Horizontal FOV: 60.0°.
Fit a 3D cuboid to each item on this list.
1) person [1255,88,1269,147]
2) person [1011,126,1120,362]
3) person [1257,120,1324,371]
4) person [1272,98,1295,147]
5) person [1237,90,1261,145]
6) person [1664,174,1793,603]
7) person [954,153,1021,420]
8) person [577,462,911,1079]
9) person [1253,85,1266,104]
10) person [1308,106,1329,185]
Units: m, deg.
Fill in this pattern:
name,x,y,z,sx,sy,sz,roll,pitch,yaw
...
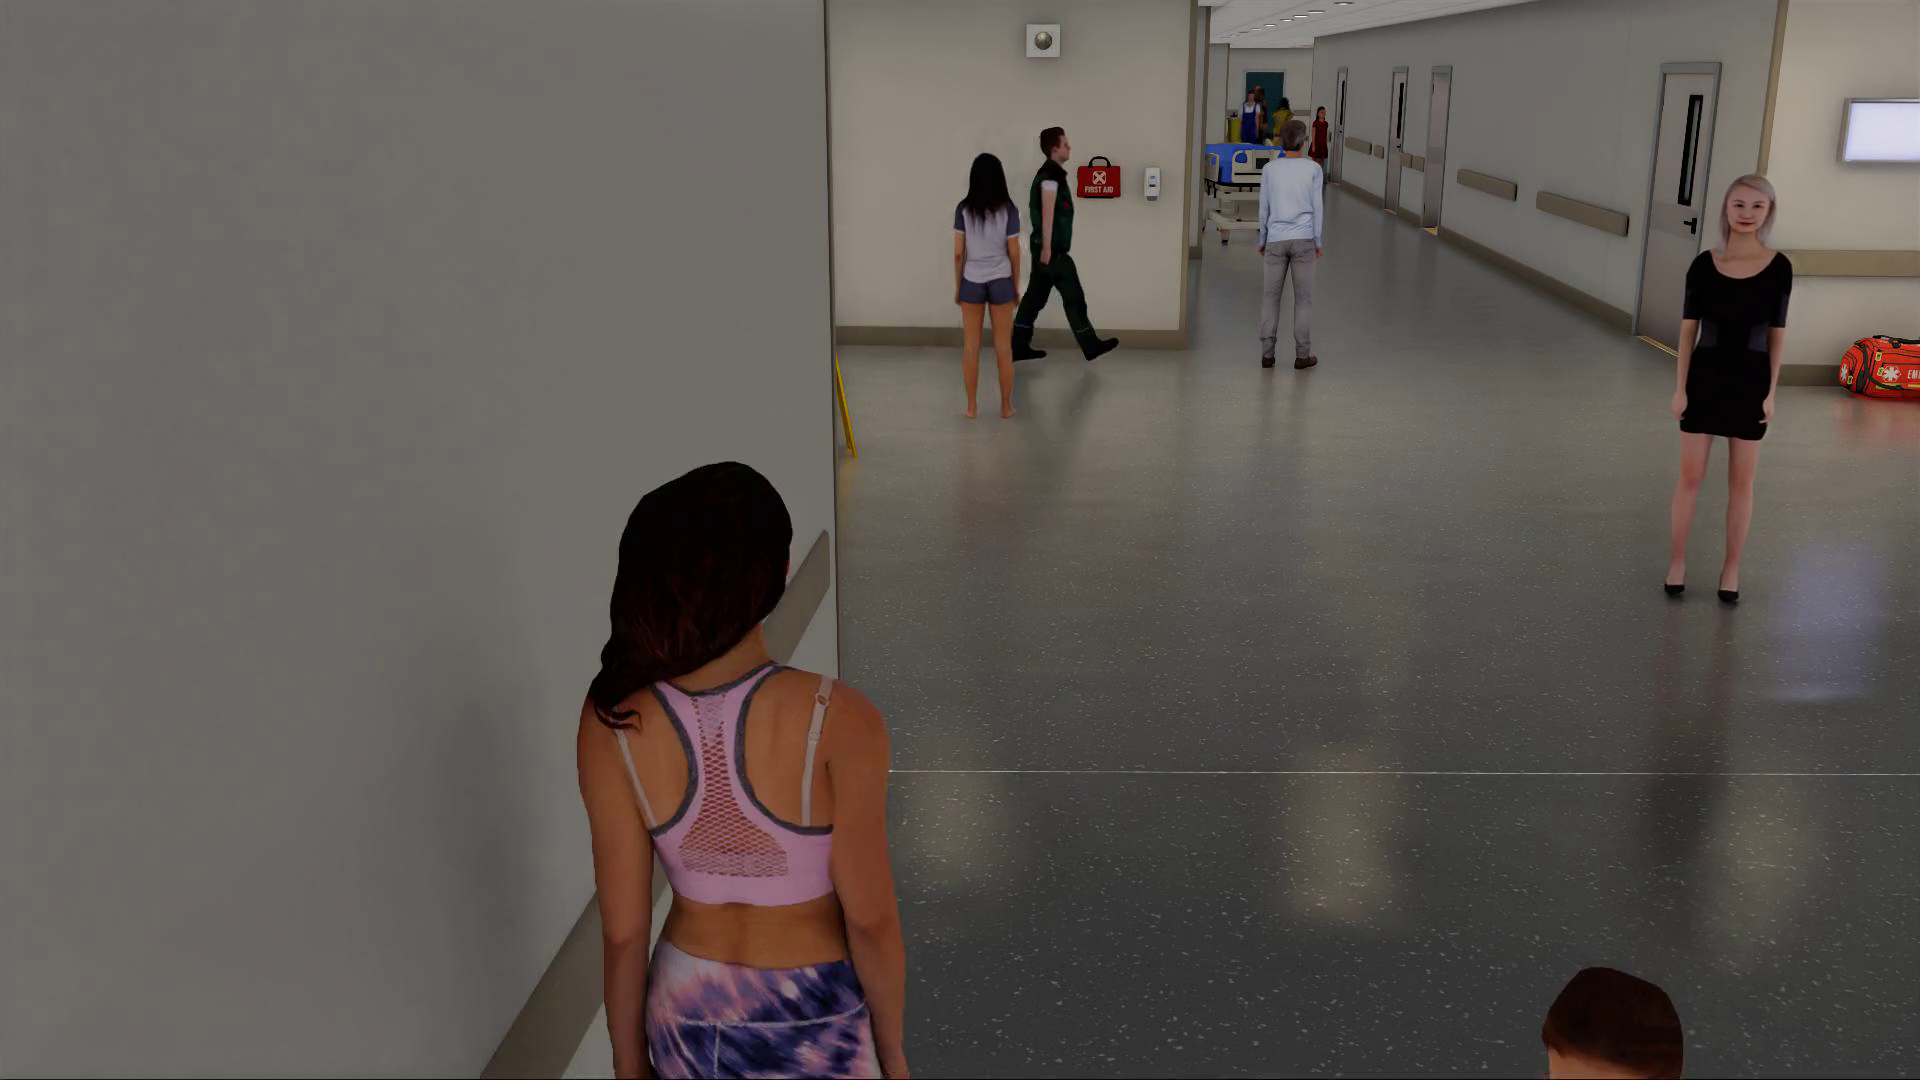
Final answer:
name,x,y,z,sx,sy,sz,roll,pitch,yaw
person,7.583,-10.501,42.095,0.630,1.807,0.680,1,16,4
person,0.634,-2.243,12.890,1.151,1.797,0.836,-3,16,-10
person,2.555,-2.284,12.867,0.619,1.894,0.783,6,17,21
person,7.313,-9.253,38.065,1.249,1.632,1.226,-14,21,-41
person,6.610,-9.335,37.993,0.679,1.830,0.768,5,17,18
person,3.301,-0.641,7.156,0.526,1.829,0.671,6,17,19
person,0.177,-1.673,10.994,0.432,1.733,0.652,1,16,2
person,-0.279,0.776,2.284,0.966,1.747,0.671,2,16,6
person,9.098,-12.973,50.964,1.047,1.794,0.697,2,16,5
person,7.371,-8.107,34.132,0.658,1.554,0.717,-7,17,-22
